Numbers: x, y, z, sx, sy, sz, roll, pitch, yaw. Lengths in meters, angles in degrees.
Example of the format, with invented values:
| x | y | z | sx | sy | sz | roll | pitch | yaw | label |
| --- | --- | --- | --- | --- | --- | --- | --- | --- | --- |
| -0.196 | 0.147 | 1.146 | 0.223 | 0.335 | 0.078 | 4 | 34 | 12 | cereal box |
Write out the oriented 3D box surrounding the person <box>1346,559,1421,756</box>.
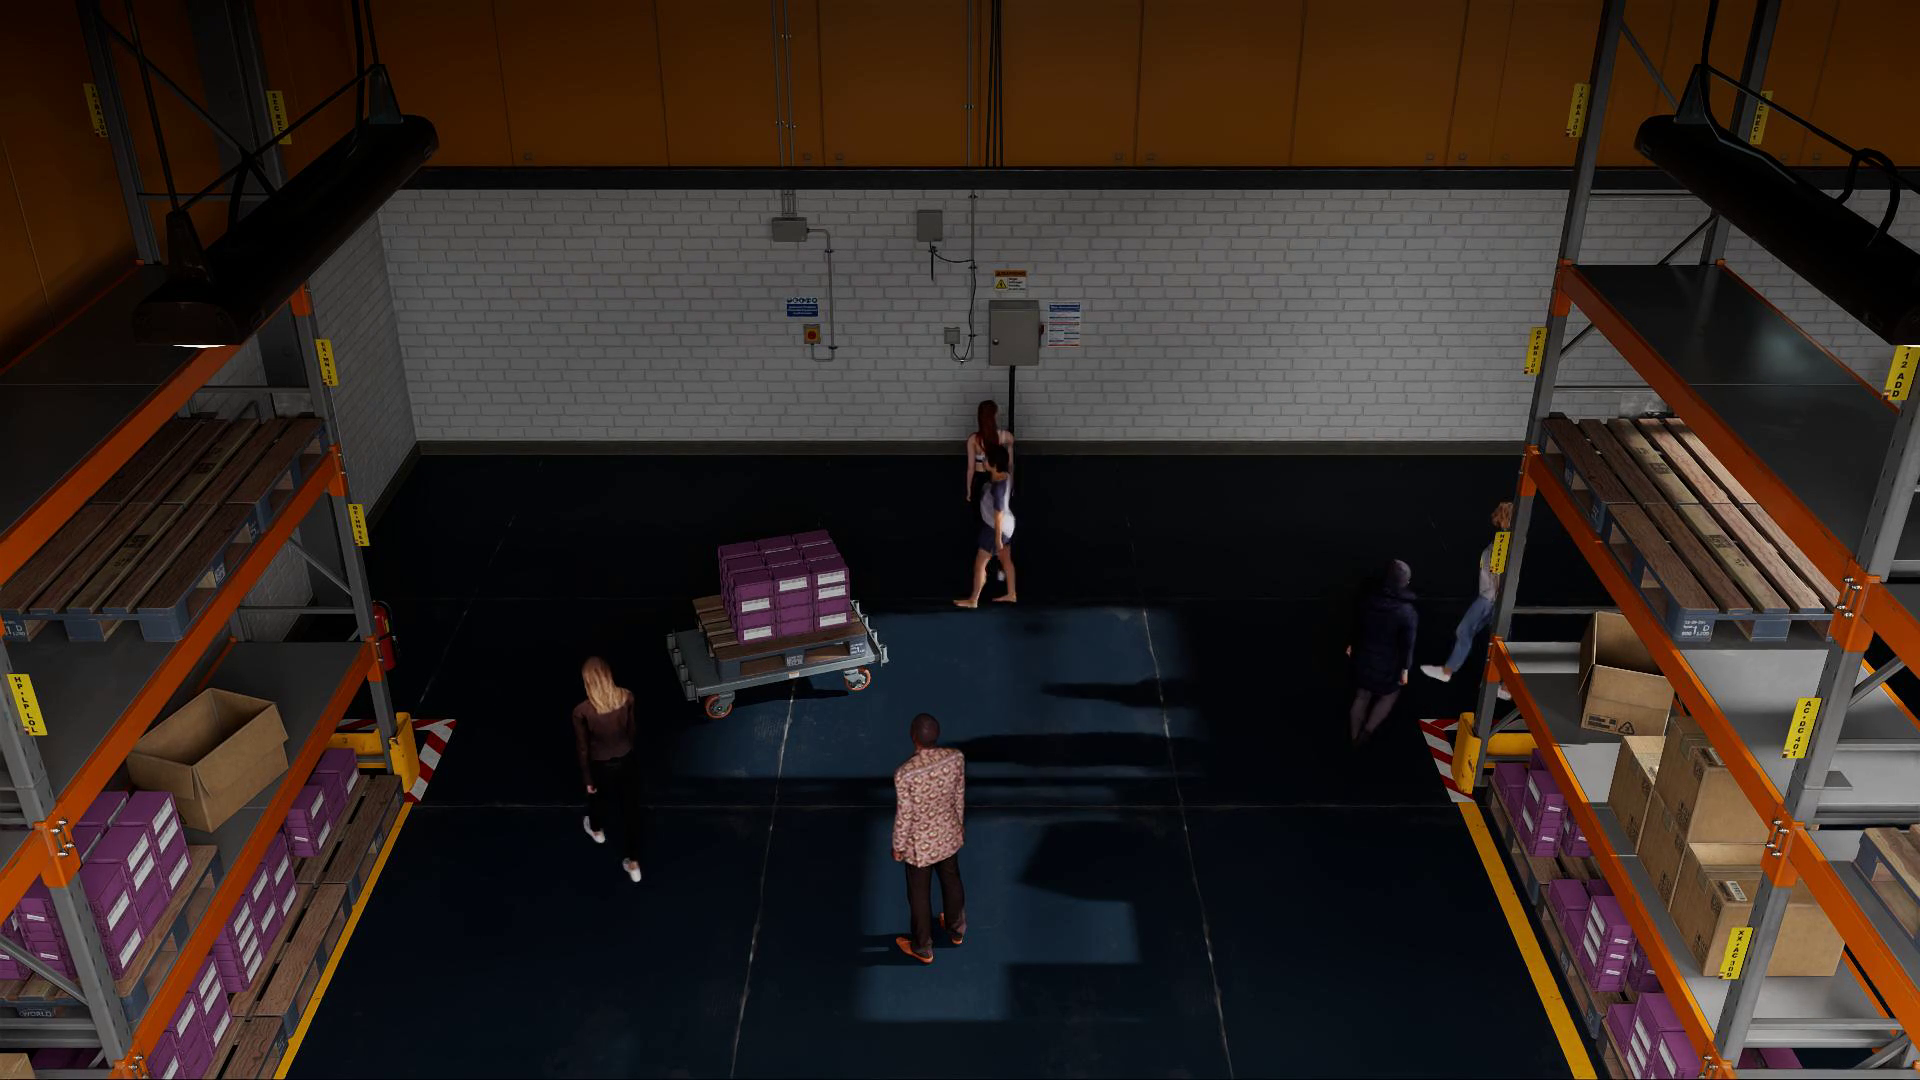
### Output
| x | y | z | sx | sy | sz | roll | pitch | yaw | label |
| --- | --- | --- | --- | --- | --- | --- | --- | --- | --- |
| 3.105 | 0.923 | 12.415 | 0.832 | 1.663 | 0.882 | 21 | 35 | 33 | person |

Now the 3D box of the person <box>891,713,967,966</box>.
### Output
| x | y | z | sx | sy | sz | roll | pitch | yaw | label |
| --- | --- | --- | --- | --- | --- | --- | --- | --- | --- |
| -0.188 | 1.877 | 10.515 | 0.776 | 1.808 | 0.792 | -19 | 34 | -30 | person |

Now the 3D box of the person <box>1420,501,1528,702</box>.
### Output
| x | y | z | sx | sy | sz | roll | pitch | yaw | label |
| --- | --- | --- | --- | --- | --- | --- | --- | --- | --- |
| 4.321 | 0.517 | 13.130 | 0.995 | 1.691 | 1.046 | 15 | 32 | 26 | person |

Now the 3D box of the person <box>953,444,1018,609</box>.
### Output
| x | y | z | sx | sy | sz | roll | pitch | yaw | label |
| --- | --- | --- | --- | --- | --- | --- | --- | --- | --- |
| 0.404 | -0.112 | 14.436 | 0.726 | 1.544 | 0.763 | 5 | 29 | 8 | person |

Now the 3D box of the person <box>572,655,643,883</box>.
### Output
| x | y | z | sx | sy | sz | roll | pitch | yaw | label |
| --- | --- | --- | --- | --- | --- | --- | --- | --- | --- |
| -2.318 | 1.578 | 11.209 | 0.902 | 1.667 | 1.078 | -14 | 32 | -24 | person |

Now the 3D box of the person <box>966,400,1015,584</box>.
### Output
| x | y | z | sx | sy | sz | roll | pitch | yaw | label |
| --- | --- | --- | --- | --- | --- | --- | --- | --- | --- |
| 0.267 | -0.434 | 14.821 | 0.614 | 1.742 | 0.545 | -4 | 29 | -7 | person |
